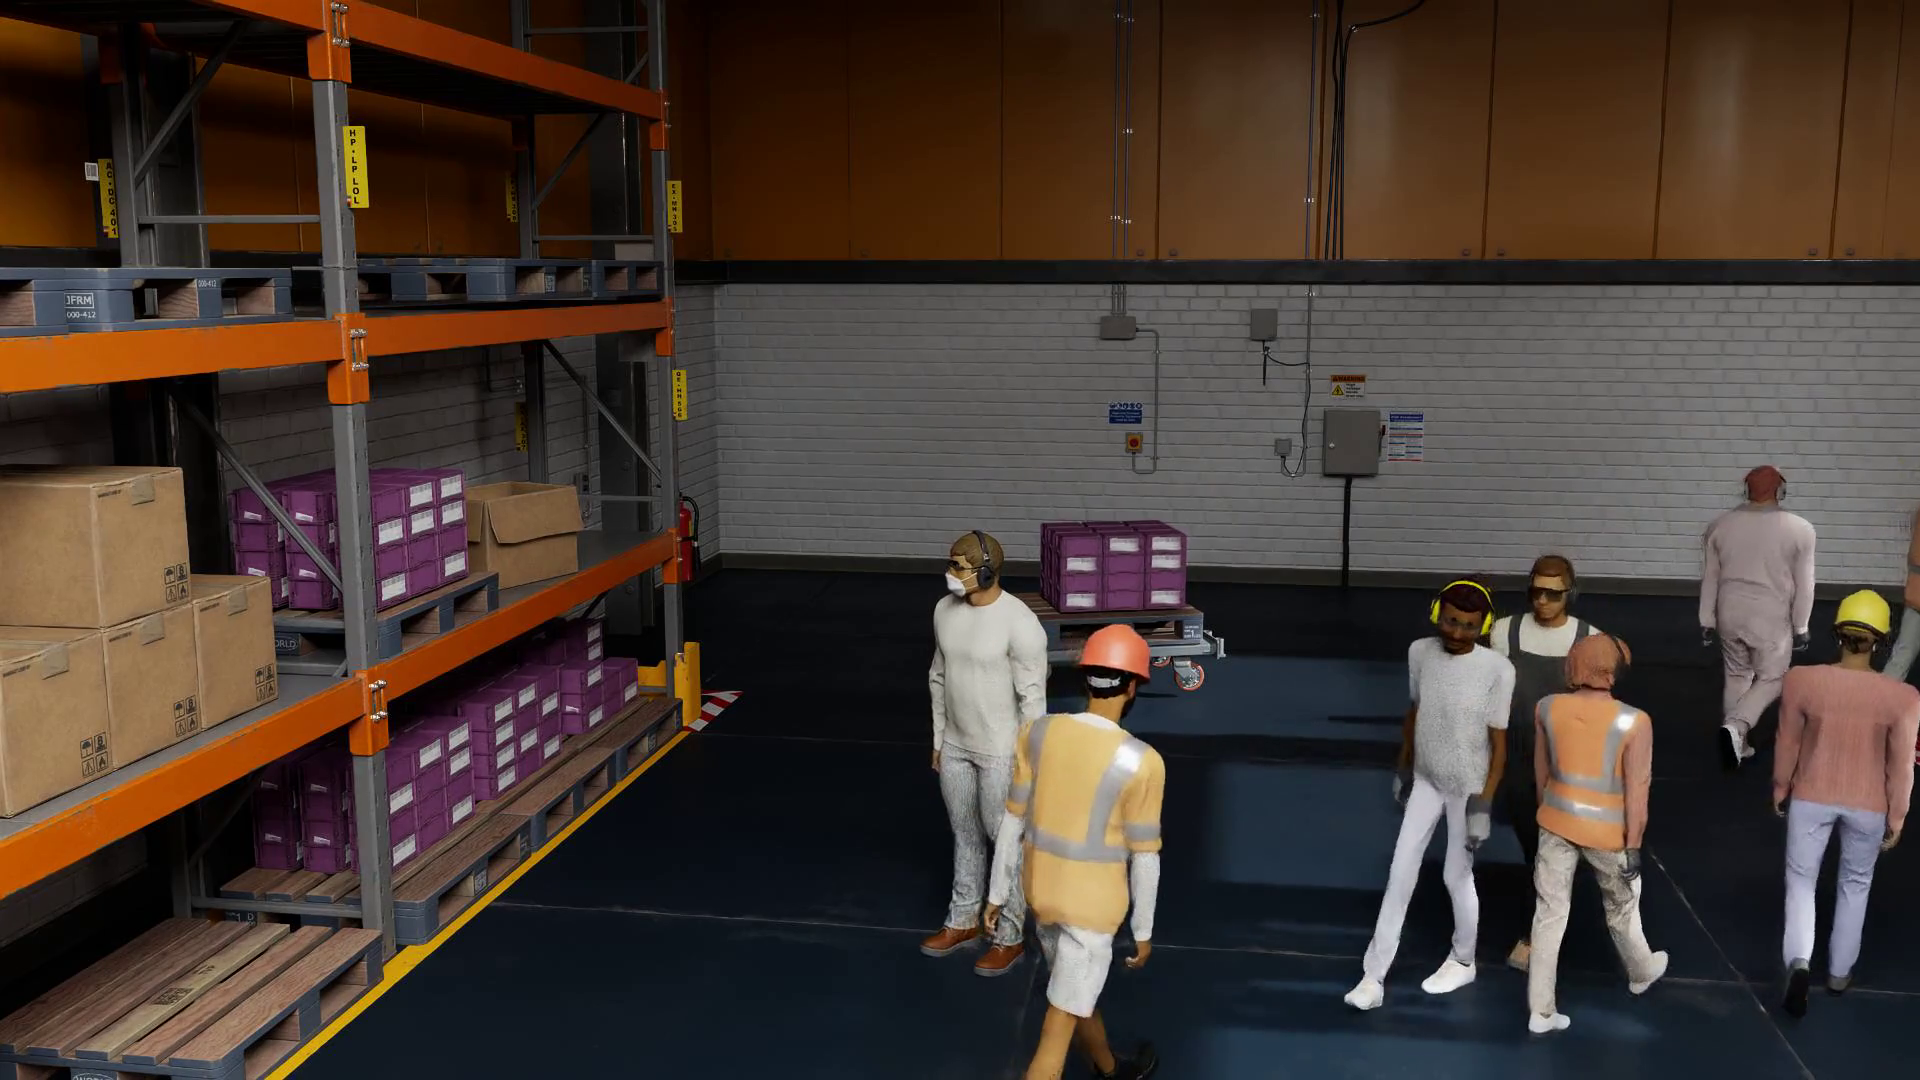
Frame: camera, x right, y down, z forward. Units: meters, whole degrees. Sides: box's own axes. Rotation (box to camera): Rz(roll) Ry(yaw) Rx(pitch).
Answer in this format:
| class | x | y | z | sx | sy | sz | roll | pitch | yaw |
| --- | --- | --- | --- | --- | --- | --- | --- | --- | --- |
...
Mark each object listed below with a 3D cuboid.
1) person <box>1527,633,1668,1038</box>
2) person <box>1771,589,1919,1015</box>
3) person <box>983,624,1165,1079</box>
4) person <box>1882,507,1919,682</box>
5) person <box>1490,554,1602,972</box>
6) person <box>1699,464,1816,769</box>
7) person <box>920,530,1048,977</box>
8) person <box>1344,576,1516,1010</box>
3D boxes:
| class | x | y | z | sx | sy | sz | roll | pitch | yaw |
| --- | --- | --- | --- | --- | --- | --- | --- | --- | --- |
| person | 2.569 | 1.157 | 6.708 | 0.871 | 1.586 | 0.526 | -9 | 13 | -42 |
| person | 3.576 | 1.072 | 6.764 | 0.517 | 1.747 | 0.704 | 5 | 10 | 28 |
| person | 0.412 | 1.208 | 5.630 | 0.609 | 1.851 | 1.033 | 8 | 12 | 40 |
| person | 6.269 | 0.394 | 10.563 | 0.993 | 1.865 | 0.607 | -2 | 9 | -12 |
| person | 2.629 | 0.931 | 7.469 | 0.509 | 1.808 | 0.930 | 6 | 11 | 32 |
| person | 4.766 | 0.481 | 10.041 | 0.660 | 1.874 | 0.638 | -7 | 12 | -37 |
| person | 0.103 | 0.910 | 7.205 | 0.377 | 1.937 | 0.629 | -9 | 13 | -43 |
| person | 1.902 | 1.040 | 6.767 | 0.868 | 1.817 | 0.598 | -8 | 12 | -41 |
